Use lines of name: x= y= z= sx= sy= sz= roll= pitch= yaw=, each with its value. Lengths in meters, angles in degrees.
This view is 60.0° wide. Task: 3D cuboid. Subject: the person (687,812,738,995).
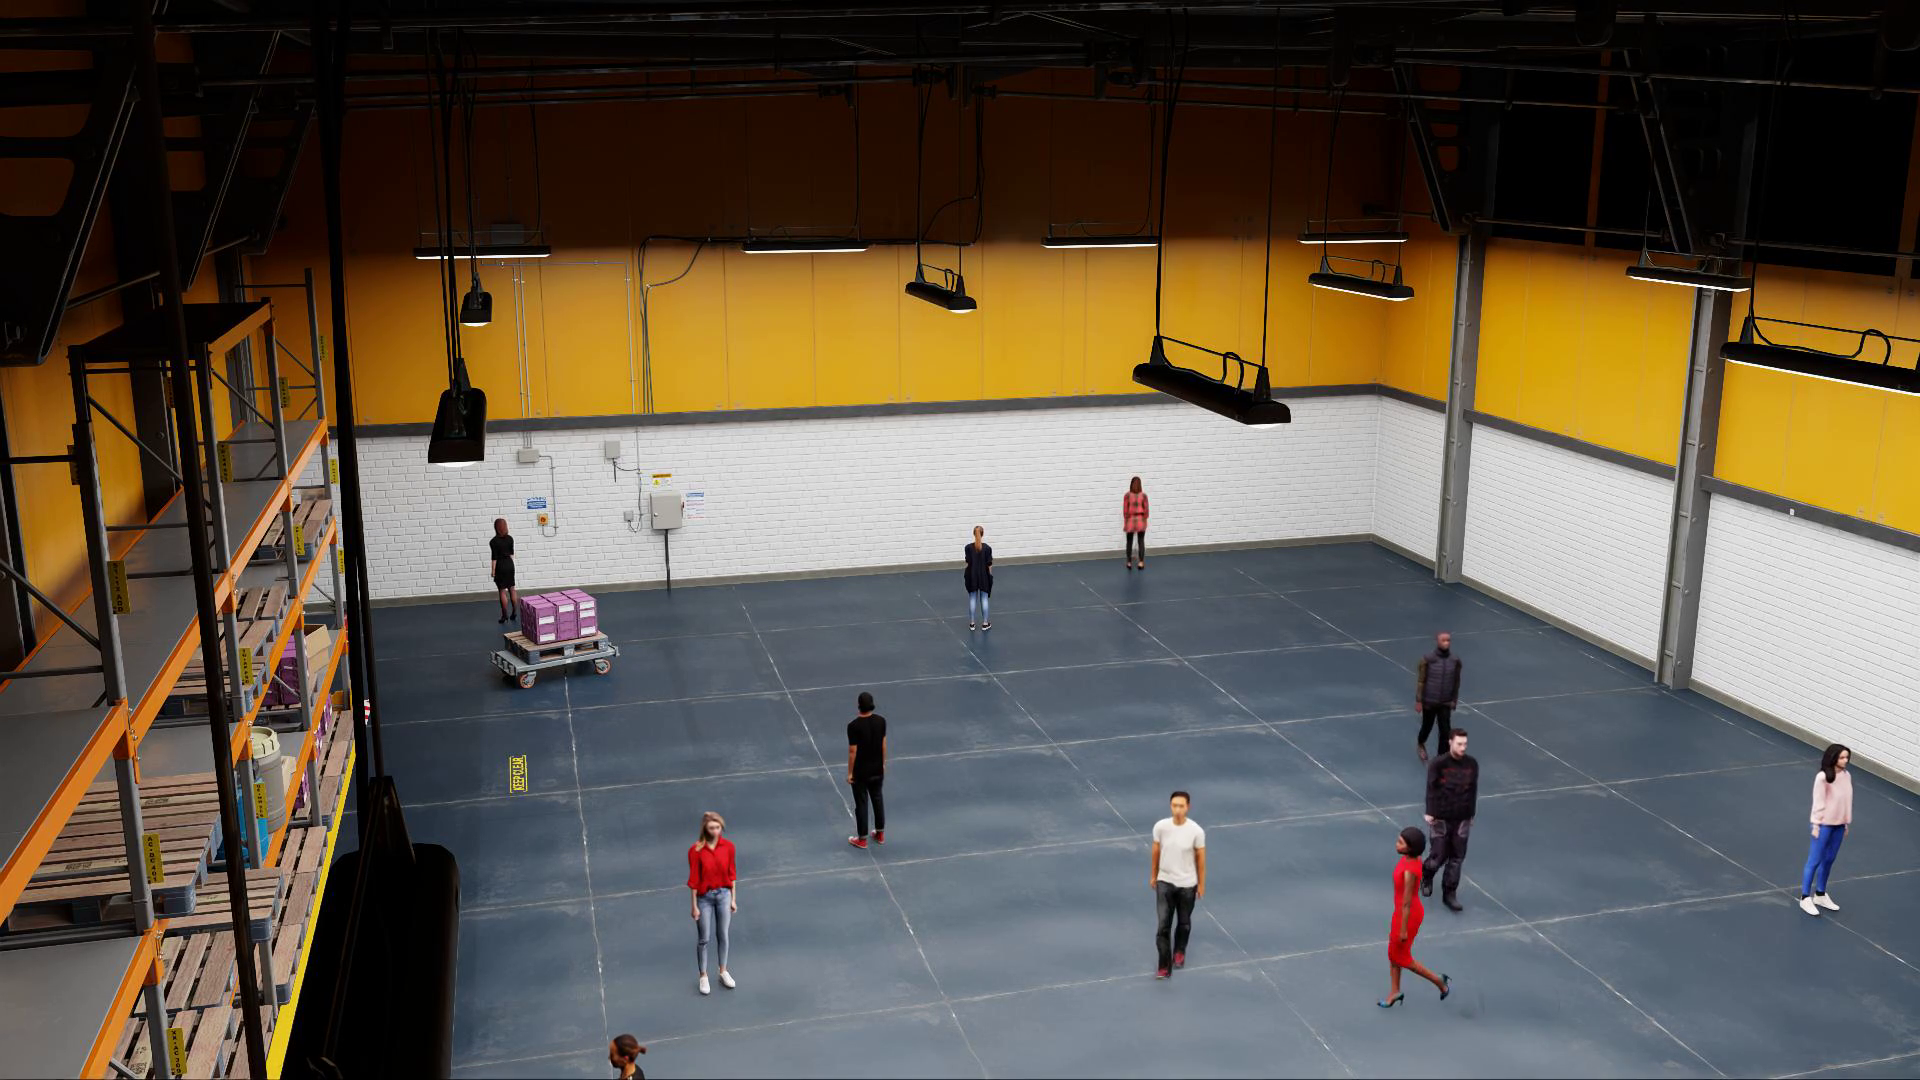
person: x=-2.250 y=3.274 z=15.137 sx=0.658 sy=1.706 sz=0.580 roll=-7 pitch=15 yaw=-27

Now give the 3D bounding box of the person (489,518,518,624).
person: x=-7.313 y=0.482 z=26.668 sx=0.684 sy=1.705 sz=0.657 roll=11 pitch=17 yaw=37

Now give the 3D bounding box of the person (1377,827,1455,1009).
person: x=4.030 y=3.370 z=14.693 sx=0.858 sy=1.727 sz=0.905 roll=3 pitch=14 yaw=11

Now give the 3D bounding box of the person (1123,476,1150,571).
person: x=3.157 y=-0.311 z=29.956 sx=0.698 sy=1.700 sz=0.695 roll=2 pitch=14 yaw=10

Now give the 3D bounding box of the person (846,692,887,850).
person: x=-1.014 y=2.504 z=18.211 sx=0.698 sy=1.756 sz=0.677 roll=-9 pitch=16 yaw=-32

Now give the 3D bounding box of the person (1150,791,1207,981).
person: x=2.040 y=3.153 z=15.486 sx=0.955 sy=1.777 sz=1.148 roll=3 pitch=14 yaw=11

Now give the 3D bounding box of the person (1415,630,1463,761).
person: x=5.794 y=1.972 z=20.309 sx=0.924 sy=1.801 sz=1.254 roll=0 pitch=14 yaw=1

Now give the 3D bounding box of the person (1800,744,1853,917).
person: x=8.696 y=2.868 z=16.677 sx=0.662 sy=1.769 sz=0.568 roll=-5 pitch=14 yaw=-20

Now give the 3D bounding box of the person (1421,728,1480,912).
person: x=4.910 y=2.774 z=16.782 sx=0.735 sy=1.903 sz=0.809 roll=-2 pitch=14 yaw=-7

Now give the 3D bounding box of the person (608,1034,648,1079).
person: x=-2.238 y=4.177 z=11.490 sx=0.647 sy=1.667 sz=0.461 roll=-3 pitch=14 yaw=-12

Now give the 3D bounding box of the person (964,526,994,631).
person: x=0.295 y=0.590 z=26.267 sx=0.708 sy=1.684 sz=0.697 roll=2 pitch=14 yaw=9
